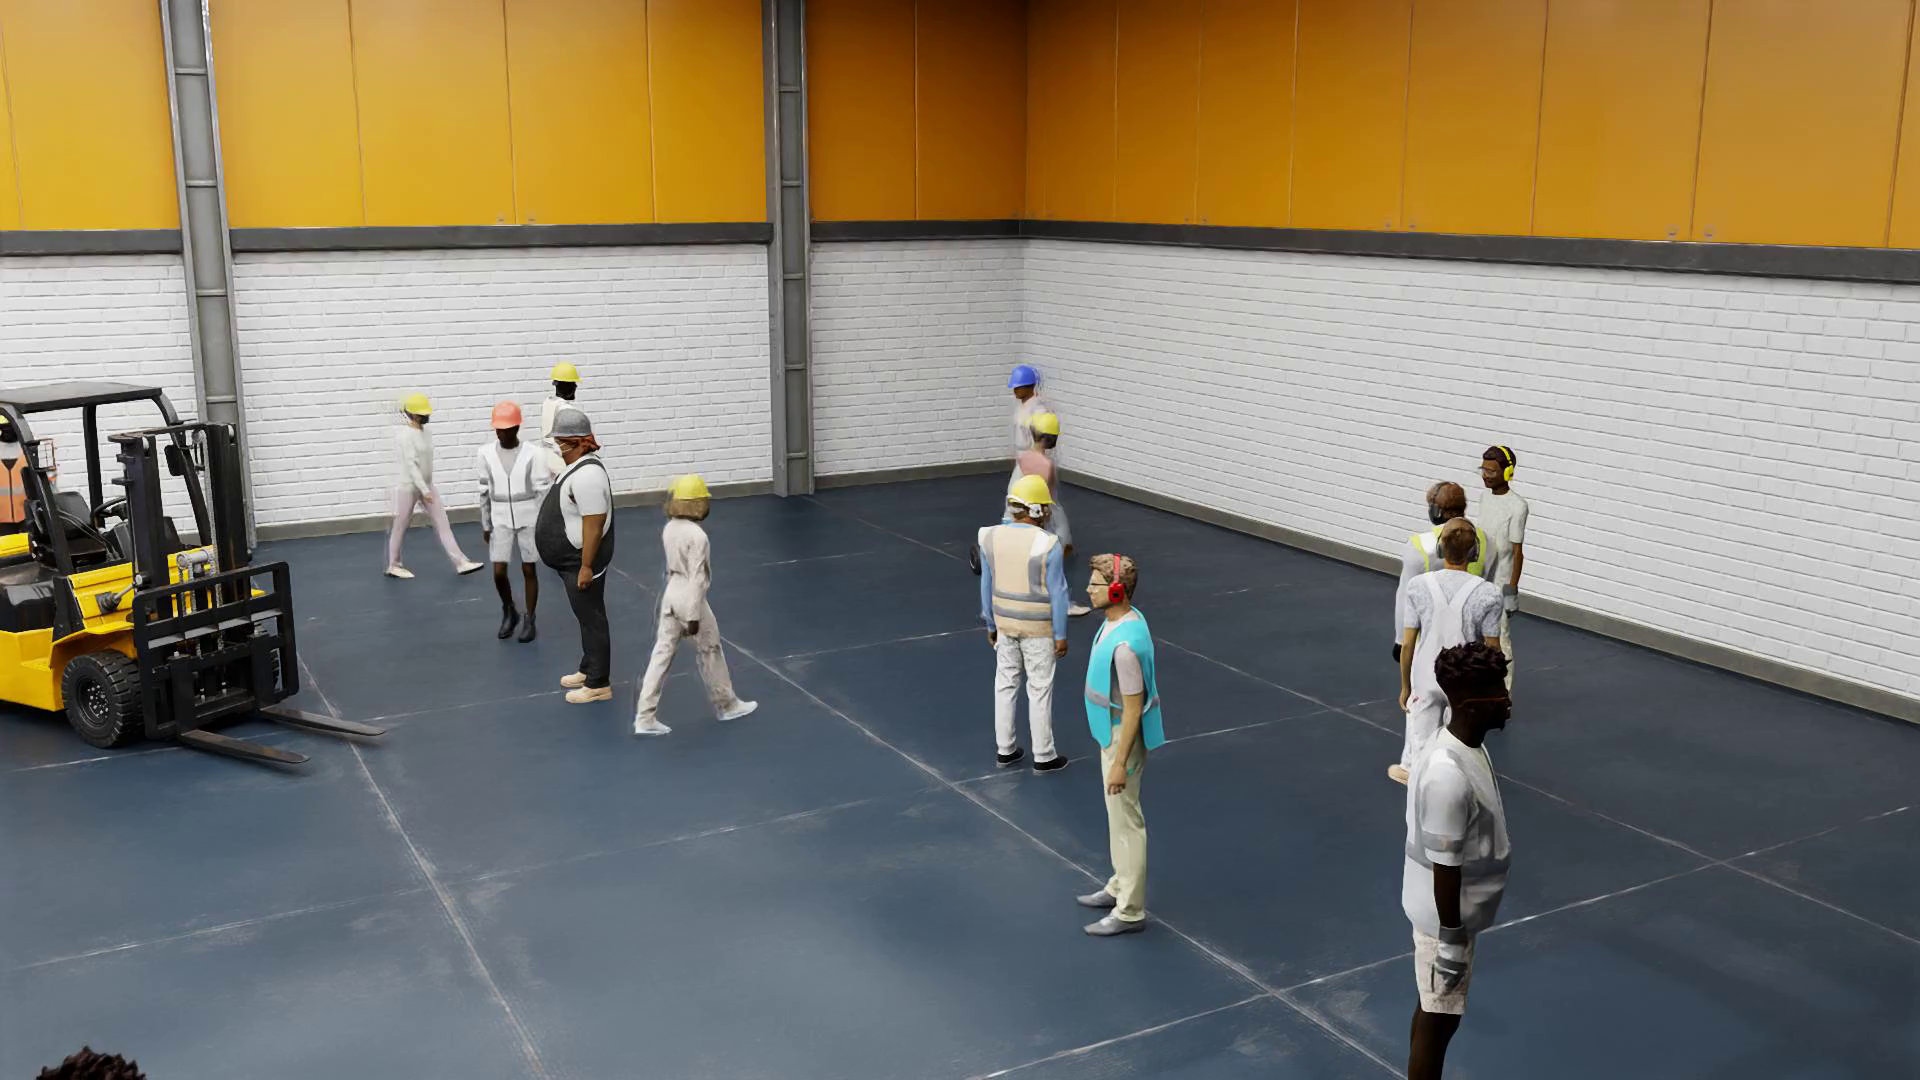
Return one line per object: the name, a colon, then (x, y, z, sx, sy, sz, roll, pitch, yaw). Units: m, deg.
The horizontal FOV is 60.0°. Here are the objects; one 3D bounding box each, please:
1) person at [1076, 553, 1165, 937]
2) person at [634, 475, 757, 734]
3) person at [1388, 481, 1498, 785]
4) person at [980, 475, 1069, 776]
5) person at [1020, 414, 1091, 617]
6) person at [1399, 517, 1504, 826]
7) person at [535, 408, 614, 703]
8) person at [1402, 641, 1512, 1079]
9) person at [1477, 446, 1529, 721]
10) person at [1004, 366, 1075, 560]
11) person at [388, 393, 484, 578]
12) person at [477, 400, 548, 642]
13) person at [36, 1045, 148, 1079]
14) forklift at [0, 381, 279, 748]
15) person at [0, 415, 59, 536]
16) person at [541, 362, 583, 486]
person: (0.770, 0.967, 7.886, 0.393, 1.846, 0.564, 0, 12, 1)
person: (-1.779, 0.414, 10.842, 0.920, 1.689, 0.499, -11, 16, -42)
person: (2.834, 0.562, 9.829, 0.636, 1.835, 0.429, -4, 13, -19)
person: (0.411, 0.513, 10.065, 0.587, 1.825, 0.404, 9, 15, 35)
person: (0.612, -0.178, 13.561, 0.899, 1.715, 0.528, -6, 13, -27)
person: (2.568, 0.790, 8.722, 0.517, 1.842, 0.329, 6, 13, 27)
person: (-2.659, 0.099, 11.499, 0.536, 2.000, 0.688, -3, 13, -16)
person: (1.778, 1.314, 5.974, 0.366, 1.966, 0.607, 4, 13, 18)
person: (3.532, 0.292, 11.029, 0.334, 1.860, 0.509, -3, 12, -14)
person: (0.677, -0.692, 15.622, 0.979, 1.891, 0.609, -7, 14, -29)
person: (-4.799, -0.471, 14.947, 0.952, 1.704, 0.531, 3, 12, 13)
person: (-3.449, -0.136, 12.888, 0.559, 1.916, 0.455, -1, 12, -2)
person: (-1.608, 1.897, 3.243, 0.607, 1.966, 0.373, -8, 15, -34)
forklift: (-5.853, 0.085, 11.199, 2.313, 2.155, 1.214, 7, 14, 28)
person: (-7.419, -0.165, 13.054, 0.608, 1.901, 0.716, -4, 13, -20)
person: (-3.660, -0.689, 15.462, 0.382, 1.922, 0.594, -9, 15, -36)
